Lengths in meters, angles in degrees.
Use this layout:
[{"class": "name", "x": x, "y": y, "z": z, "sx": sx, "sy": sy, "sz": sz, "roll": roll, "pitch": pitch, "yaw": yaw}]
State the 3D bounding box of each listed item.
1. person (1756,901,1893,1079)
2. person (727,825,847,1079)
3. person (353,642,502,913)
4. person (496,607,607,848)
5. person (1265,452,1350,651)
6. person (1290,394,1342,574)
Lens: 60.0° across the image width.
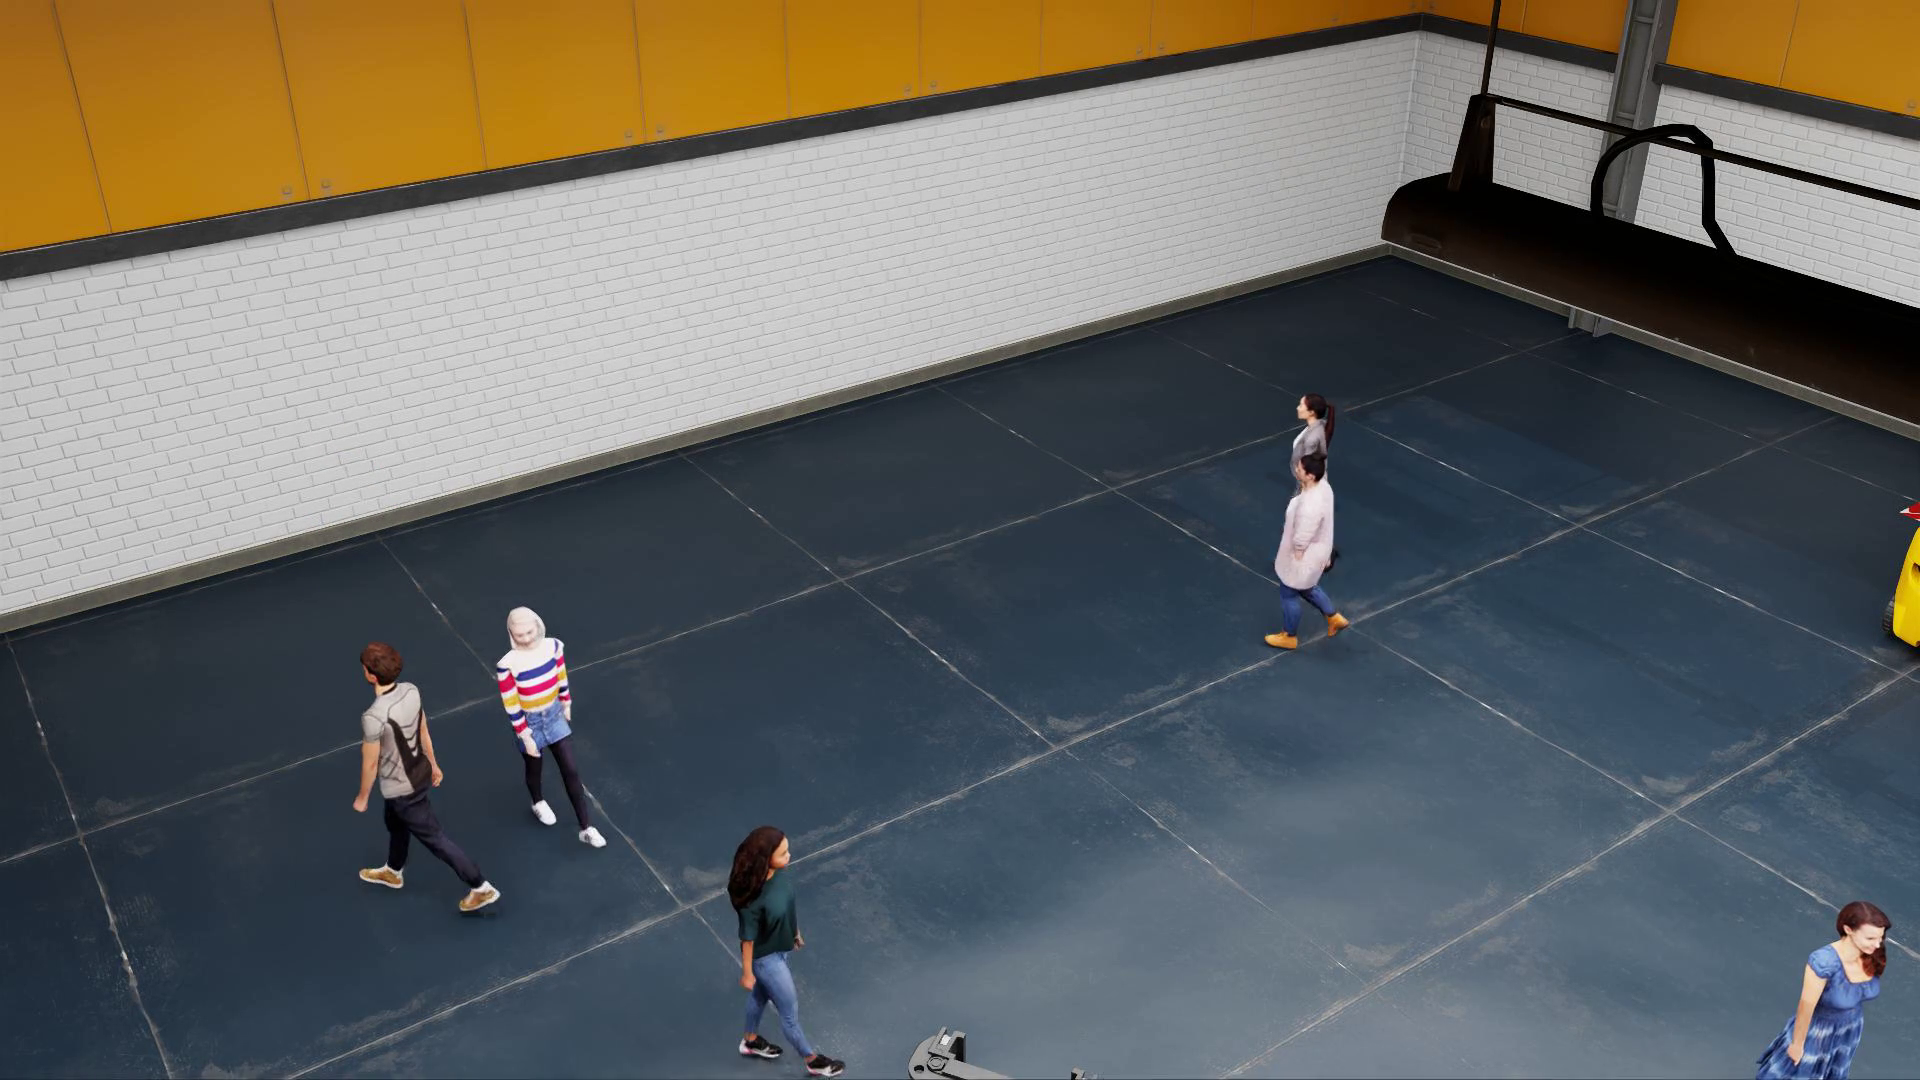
[{"class": "person", "x": 4.314, "y": 2.528, "z": 8.330, "sx": 0.705, "sy": 1.805, "sz": 0.632, "roll": -13, "pitch": 31, "yaw": -22}, {"class": "person", "x": -1.114, "y": 2.229, "z": 9.096, "sx": 0.990, "sy": 1.598, "sz": 0.912, "roll": 7, "pitch": 29, "yaw": 13}, {"class": "person", "x": -3.296, "y": 1.504, "z": 10.159, "sx": 1.252, "sy": 1.852, "sz": 1.194, "roll": 5, "pitch": 29, "yaw": 9}, {"class": "person", "x": -2.801, "y": 1.174, "z": 10.860, "sx": 0.741, "sy": 1.761, "sz": 1.057, "roll": -24, "pitch": 36, "yaw": -36}, {"class": "person", "x": 2.746, "y": 0.102, "z": 12.860, "sx": 1.008, "sy": 1.727, "sz": 0.916, "roll": 14, "pitch": 31, "yaw": 23}, {"class": "person", "x": 2.999, "y": -0.427, "z": 13.896, "sx": 0.901, "sy": 1.664, "sz": 0.807, "roll": 13, "pitch": 31, "yaw": 23}]
